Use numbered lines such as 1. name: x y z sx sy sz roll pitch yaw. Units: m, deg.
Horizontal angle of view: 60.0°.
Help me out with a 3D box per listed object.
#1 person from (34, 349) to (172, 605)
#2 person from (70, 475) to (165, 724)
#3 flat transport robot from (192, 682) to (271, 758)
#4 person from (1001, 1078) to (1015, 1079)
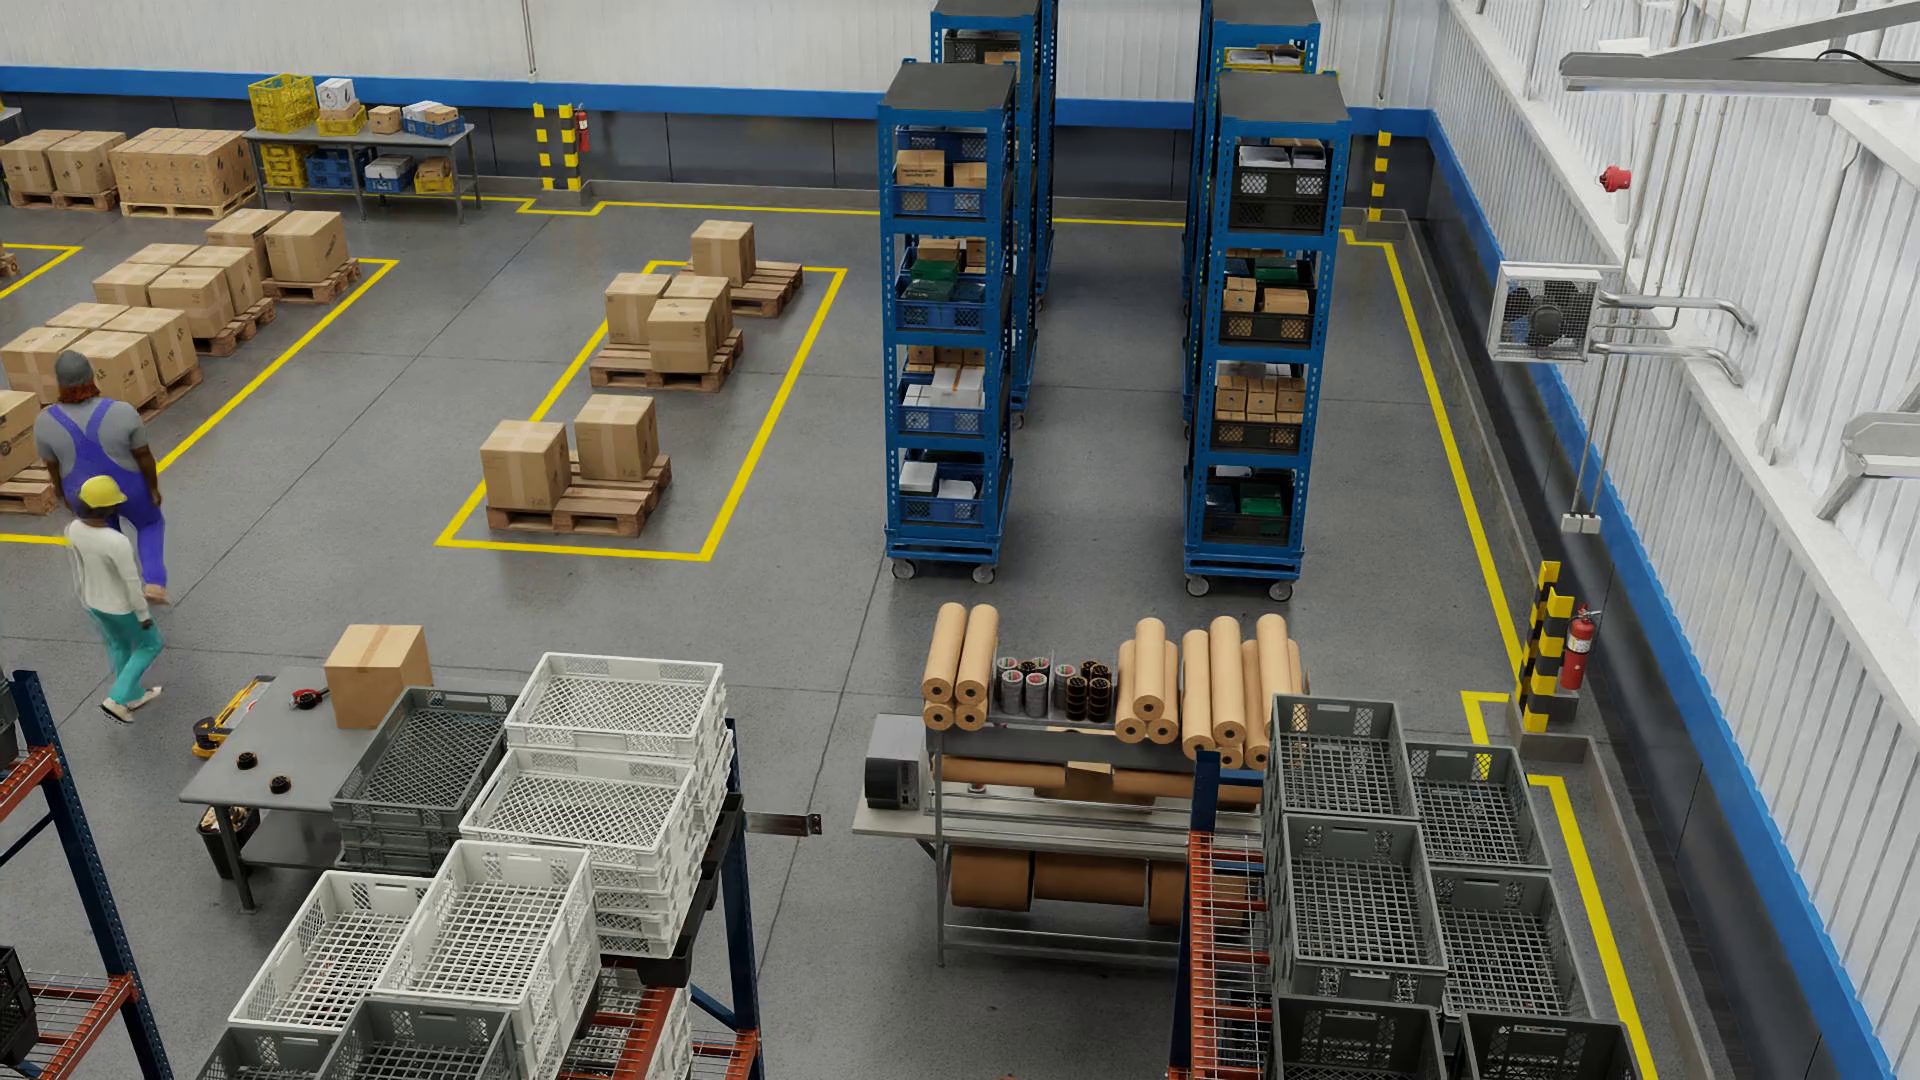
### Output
1. person: -5.937 -0.394 11.592 0.692 2.000 0.569 -9 31 -15
2. person: -5.374 0.403 10.521 0.616 1.743 0.495 13 33 21
3. flat transport robot: -4.089 1.163 10.648 1.431 0.197 0.652 3 30 6
4. person: 0.176 2.746 6.350 0.583 1.882 0.337 -20 36 -30
